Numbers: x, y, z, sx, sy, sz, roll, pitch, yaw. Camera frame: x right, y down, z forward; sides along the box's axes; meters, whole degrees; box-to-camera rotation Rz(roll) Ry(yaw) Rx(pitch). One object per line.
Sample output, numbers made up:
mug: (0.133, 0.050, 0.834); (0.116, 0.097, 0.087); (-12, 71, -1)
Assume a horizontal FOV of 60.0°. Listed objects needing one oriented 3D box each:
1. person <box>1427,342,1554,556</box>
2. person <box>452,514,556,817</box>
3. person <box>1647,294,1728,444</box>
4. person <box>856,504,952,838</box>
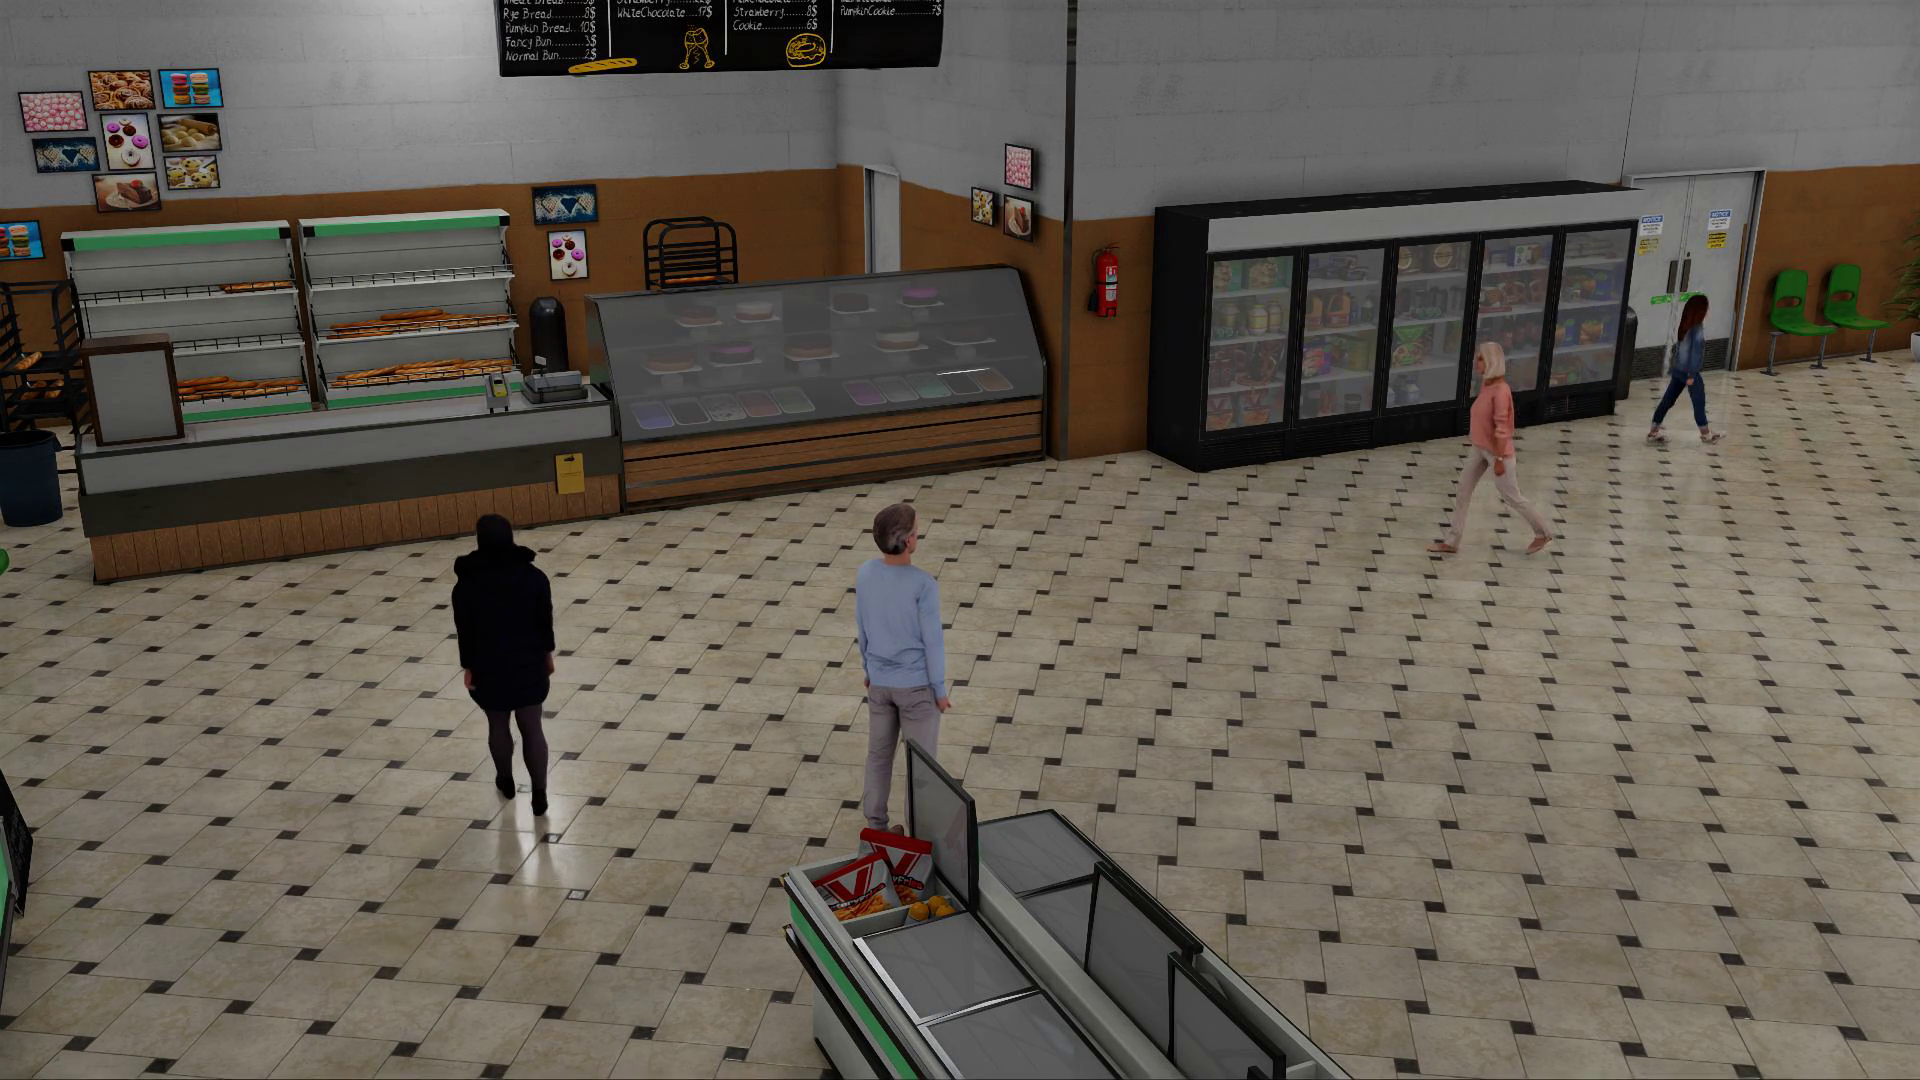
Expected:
person: (4.149, -0.651, 12.687); (0.935, 1.672, 1.199); (-2, 19, -7)
person: (-2.373, 0.670, 8.782); (0.701, 1.665, 0.876); (-6, 20, -18)
person: (6.840, -1.590, 15.827); (0.884, 1.446, 0.988); (-1, 19, -2)
person: (-0.292, 0.726, 8.259); (0.696, 1.894, 0.806); (12, 22, 32)
